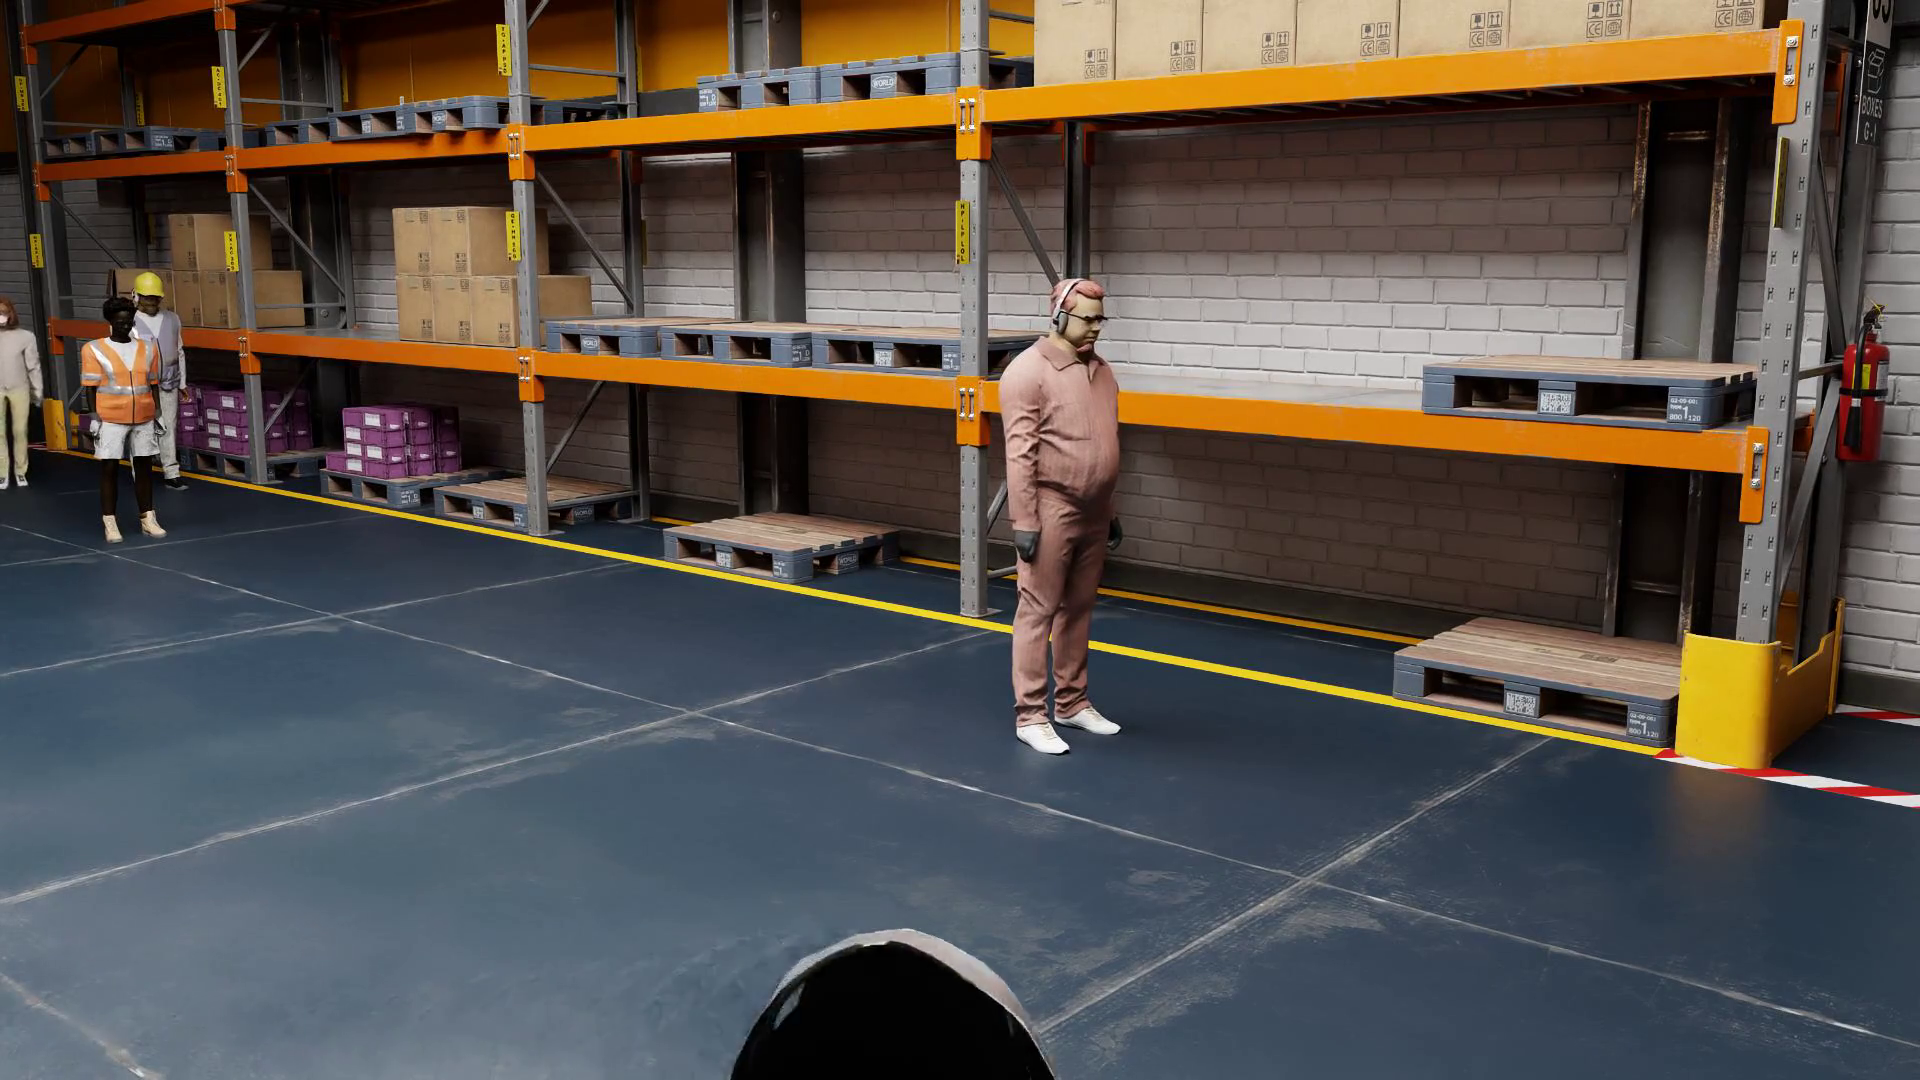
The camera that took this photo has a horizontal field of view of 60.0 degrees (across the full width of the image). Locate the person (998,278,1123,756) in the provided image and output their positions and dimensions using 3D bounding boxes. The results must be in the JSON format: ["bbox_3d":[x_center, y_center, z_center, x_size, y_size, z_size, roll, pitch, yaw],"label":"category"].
[{"bbox_3d":[0.448,-0.102,6.761,0.407,1.903,0.639,9,13,40],"label":"person"}]

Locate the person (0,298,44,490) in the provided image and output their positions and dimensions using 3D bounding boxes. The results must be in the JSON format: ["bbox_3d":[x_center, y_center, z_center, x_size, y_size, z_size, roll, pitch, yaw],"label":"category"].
[{"bbox_3d":[-7.952,-1.211,13.903,0.523,1.601,0.768,-6,12,-31],"label":"person"}]

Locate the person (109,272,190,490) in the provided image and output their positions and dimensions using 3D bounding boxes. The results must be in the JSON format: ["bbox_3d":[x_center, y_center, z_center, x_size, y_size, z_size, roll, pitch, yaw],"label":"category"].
[{"bbox_3d":[-6.687,-1.297,13.786,0.403,1.823,0.588,9,13,40],"label":"person"}]

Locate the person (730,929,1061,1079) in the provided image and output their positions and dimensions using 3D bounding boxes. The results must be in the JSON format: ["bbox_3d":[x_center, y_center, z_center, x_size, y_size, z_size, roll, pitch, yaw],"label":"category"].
[{"bbox_3d":[0.022,0.901,0.956,0.441,1.930,0.645,-1,10,-6],"label":"person"}]

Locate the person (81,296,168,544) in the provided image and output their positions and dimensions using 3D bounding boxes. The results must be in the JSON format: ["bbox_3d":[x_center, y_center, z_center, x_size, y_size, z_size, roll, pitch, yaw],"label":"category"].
[{"bbox_3d":[-5.770,-0.832,11.506,0.320,1.693,0.531,9,13,40],"label":"person"}]
